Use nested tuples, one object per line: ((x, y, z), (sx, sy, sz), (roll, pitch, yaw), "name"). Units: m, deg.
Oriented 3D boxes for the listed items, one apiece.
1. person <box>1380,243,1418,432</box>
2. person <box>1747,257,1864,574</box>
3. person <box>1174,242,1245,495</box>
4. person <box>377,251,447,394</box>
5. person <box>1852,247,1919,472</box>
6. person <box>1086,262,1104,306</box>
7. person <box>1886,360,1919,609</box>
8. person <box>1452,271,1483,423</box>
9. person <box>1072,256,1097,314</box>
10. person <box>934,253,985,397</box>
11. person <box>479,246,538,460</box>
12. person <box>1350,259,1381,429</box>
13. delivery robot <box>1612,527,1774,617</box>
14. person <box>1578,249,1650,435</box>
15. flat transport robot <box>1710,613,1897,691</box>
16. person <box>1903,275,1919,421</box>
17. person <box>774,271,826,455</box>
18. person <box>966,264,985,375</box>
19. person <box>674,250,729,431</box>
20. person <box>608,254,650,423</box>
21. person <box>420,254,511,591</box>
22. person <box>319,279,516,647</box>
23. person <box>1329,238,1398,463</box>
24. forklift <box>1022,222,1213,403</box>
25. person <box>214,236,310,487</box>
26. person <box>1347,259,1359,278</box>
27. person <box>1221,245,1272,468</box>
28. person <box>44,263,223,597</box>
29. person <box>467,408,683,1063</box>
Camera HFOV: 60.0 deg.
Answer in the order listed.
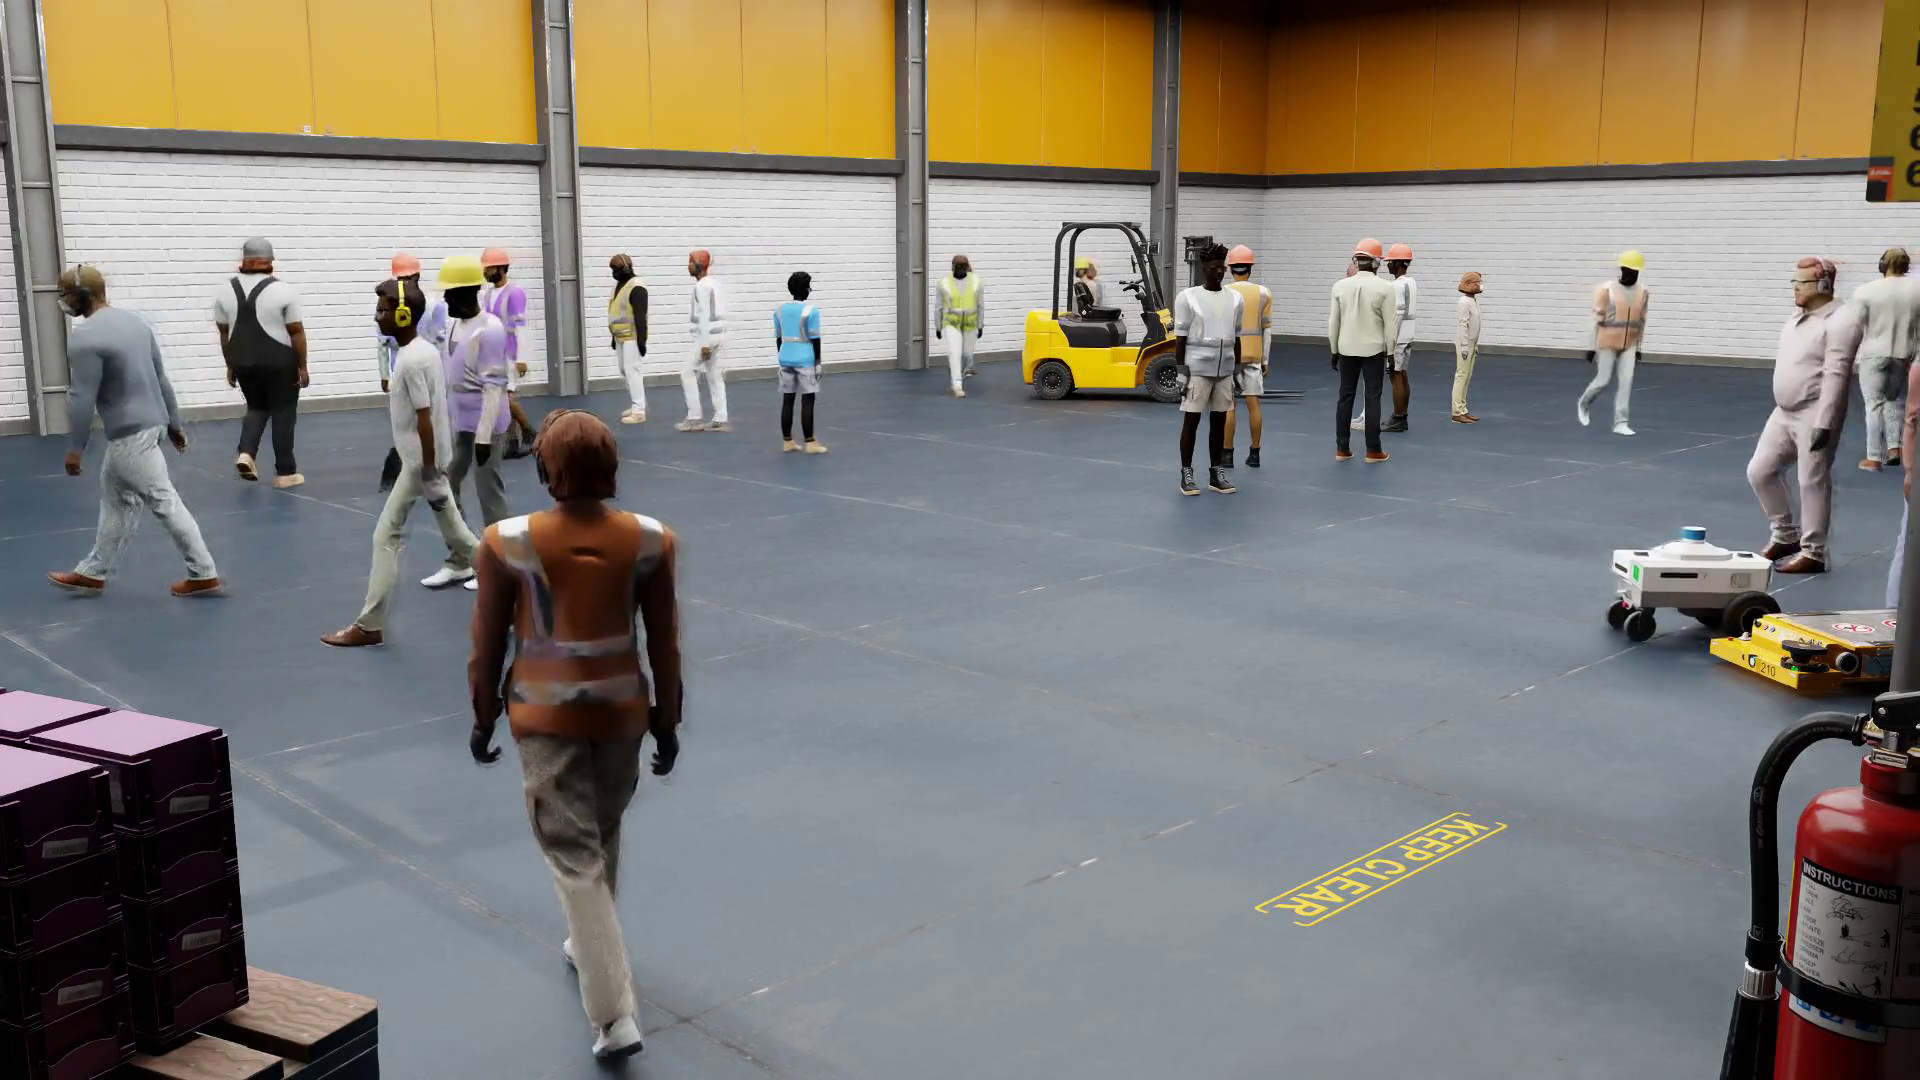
((4.499, -2.078, 17.157), (0.357, 1.937, 0.551), (6, 12, 29), "person")
((5.027, -0.729, 9.934), (0.475, 1.893, 0.653), (-1, 10, -7), "person")
((1.955, -1.333, 13.018), (0.603, 1.966, 0.368), (-4, 11, -21), "person")
((-4.492, -1.427, 13.722), (0.560, 1.908, 0.769), (-3, 11, -14), "person")
((7.955, -1.547, 14.321), (0.647, 1.923, 0.478), (0, 10, 2), "person")
((2.074, -3.522, 25.939), (0.718, 1.607, 0.505), (-9, 14, -40), "person")
((4.824, -0.326, 8.079), (0.527, 1.767, 0.326), (-1, 10, -7), "person")
((5.514, -2.088, 18.031), (0.283, 1.636, 0.500), (6, 12, 29), "person")
((1.686, -2.968, 22.531), (0.520, 1.752, 0.527), (-7, 13, -34), "person")
((-0.024, -2.741, 21.160), (0.639, 1.808, 0.800), (-2, 11, -11), "person")
((-4.100, -1.659, 14.911), (0.418, 1.920, 0.567), (-10, 14, -44), "person")
((4.279, -2.095, 17.399), (0.360, 1.883, 0.574), (2, 11, 11), "person")
((3.676, 0.176, 8.370), (0.707, 0.478, 0.477), (1, 10, 2), "delivery robot")
((6.697, -2.035, 17.076), (0.600, 1.892, 0.761), (-2, 11, -10), "person")
((4.323, 0.491, 7.694), (1.431, 0.197, 0.652), (-2, 10, -9), "flat transport robot")
((10.498, -2.251, 17.993), (1.102, 1.969, 0.618), (0, 10, 0), "person")
((-1.483, -1.629, 15.369), (0.540, 1.695, 0.318), (7, 13, 34), "person")
((0.074, -3.187, 24.055), (0.518, 1.632, 0.307), (6, 12, 29), "person")
((-2.717, -2.043, 17.151), (0.687, 1.861, 0.616), (1, 10, 4), "person")
((-3.563, -2.192, 18.119), (0.534, 1.820, 0.795), (-6, 12, -30), "person")
((-2.825, -0.642, 9.377), (0.602, 1.910, 0.622), (-9, 14, -41), "person")
((-2.648, -0.377, 8.232), (0.992, 1.820, 0.527), (-1, 10, -8), "person")
((3.615, -1.690, 14.891), (0.622, 1.990, 0.398), (7, 13, 34), "person")
((1.935, -2.847, 20.651), (2.313, 2.155, 1.214), (2, 11, 13), "forklift")
((-5.564, -1.441, 13.400), (0.691, 2.000, 0.540), (2, 11, 9), "person")
((6.477, -3.805, 26.659), (0.403, 1.906, 0.651), (-4, 11, -22), "person")
((2.431, -1.591, 14.513), (0.548, 1.934, 0.376), (-1, 10, -8), "person")
((-4.627, -0.578, 9.172), (1.020, 1.864, 0.642), (-1, 10, -3), "person")
((-0.945, 0.470, 4.202), (0.512, 1.597, 0.853), (-6, 12, -30), "person")
